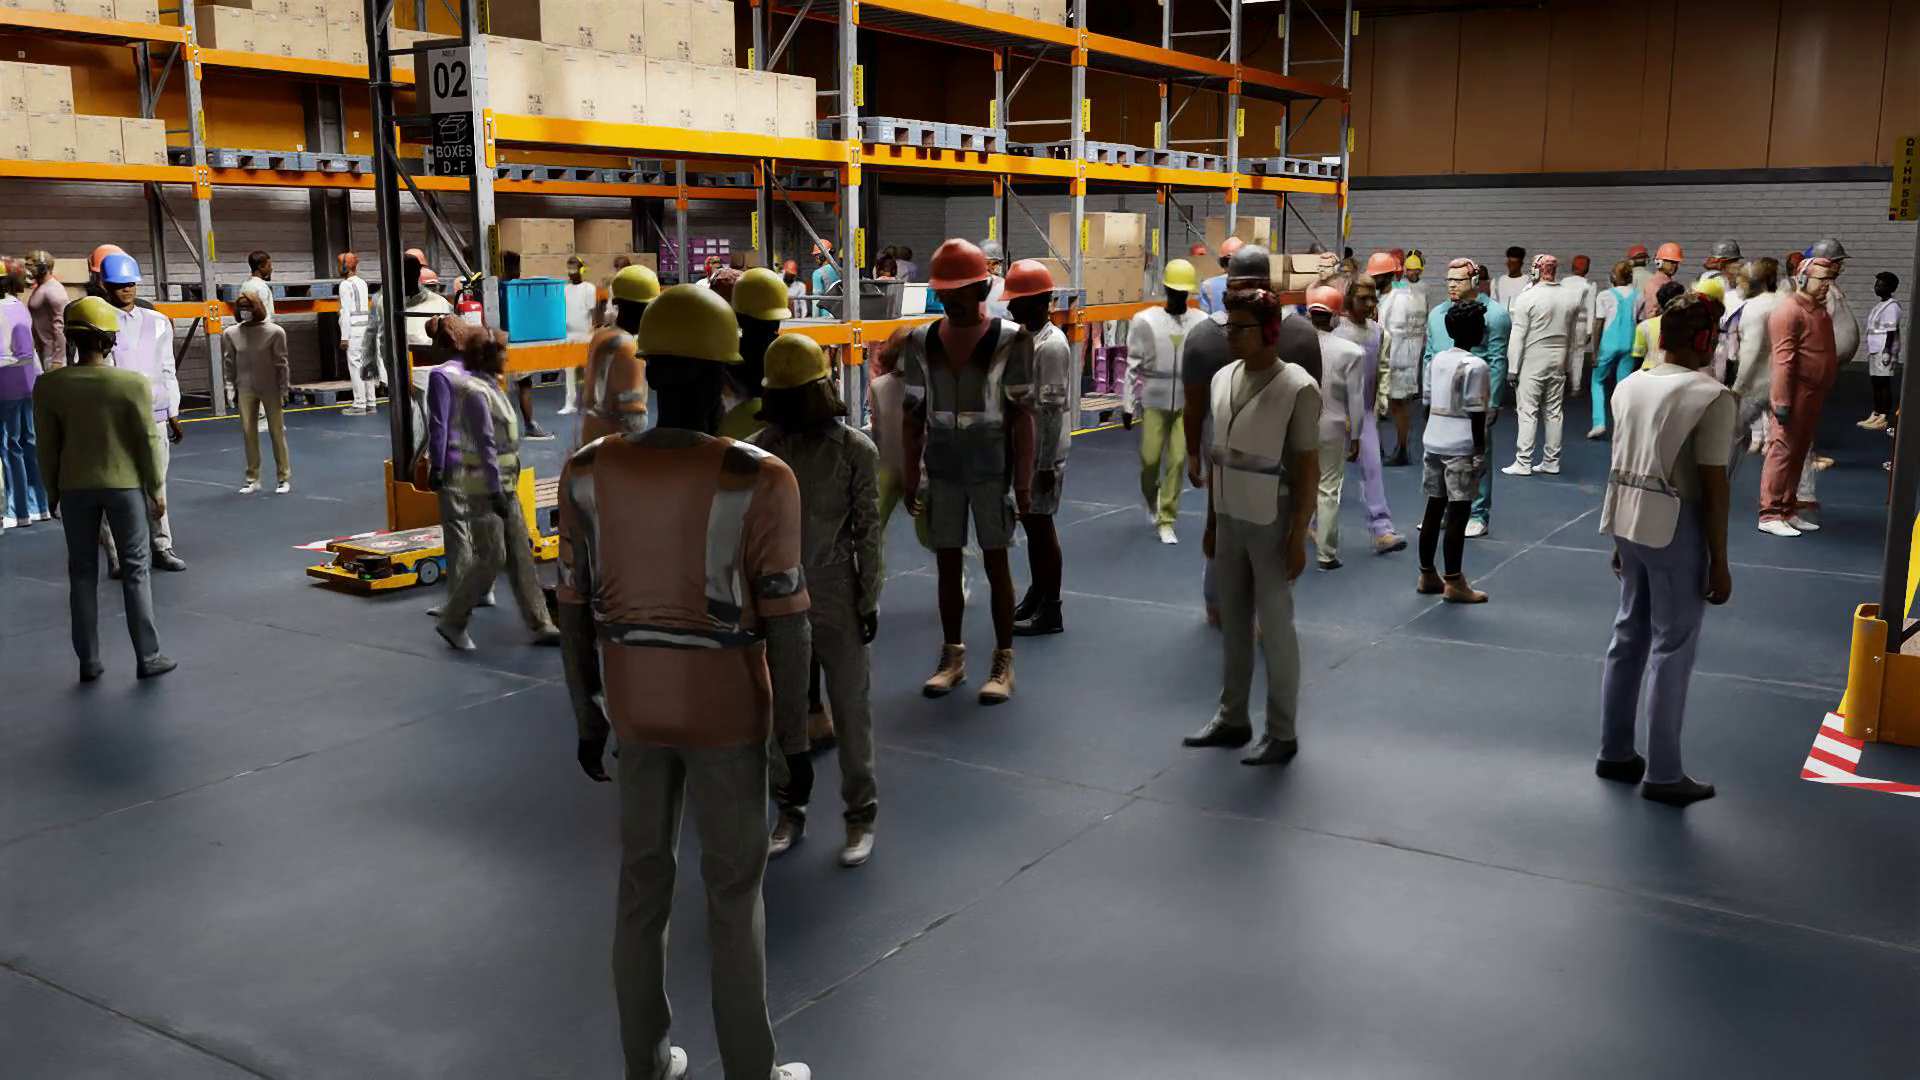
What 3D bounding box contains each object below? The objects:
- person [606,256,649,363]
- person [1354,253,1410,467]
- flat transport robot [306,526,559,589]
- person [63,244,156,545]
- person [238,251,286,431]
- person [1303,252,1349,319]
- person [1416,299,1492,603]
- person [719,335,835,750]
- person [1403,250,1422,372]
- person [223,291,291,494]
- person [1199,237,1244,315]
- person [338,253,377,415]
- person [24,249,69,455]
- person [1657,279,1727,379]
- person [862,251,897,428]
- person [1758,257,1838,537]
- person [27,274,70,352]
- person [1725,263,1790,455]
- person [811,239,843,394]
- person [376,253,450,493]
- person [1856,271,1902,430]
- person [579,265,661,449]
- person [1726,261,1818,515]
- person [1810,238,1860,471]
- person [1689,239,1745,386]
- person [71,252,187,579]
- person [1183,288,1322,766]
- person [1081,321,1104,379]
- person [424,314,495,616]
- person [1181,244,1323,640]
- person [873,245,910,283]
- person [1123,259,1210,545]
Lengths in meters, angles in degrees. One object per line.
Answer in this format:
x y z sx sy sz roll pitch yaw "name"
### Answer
-4.372 -2.896 22.332 0.825 1.814 0.536 -9 14 -42 "person"
3.781 -1.586 14.811 0.606 1.909 0.545 -4 11 -20 "person"
-3.173 0.064 10.178 0.652 0.197 1.431 8 13 36 "flat transport robot"
-5.648 -0.976 11.175 0.392 1.991 0.612 9 14 41 "person"
-7.460 -2.107 17.689 0.394 1.910 0.586 -8 13 -39 "person"
3.740 -1.979 17.010 0.397 1.901 0.643 -7 13 -36 "person"
2.789 -0.500 9.355 0.320 1.695 0.537 -3 11 -15 "person"
-0.755 0.014 6.597 0.590 1.656 0.565 7 12 33 "person"
6.954 -3.518 25.600 0.326 1.871 0.520 3 11 16 "person"
-5.609 -1.172 13.280 0.510 1.625 0.284 -1 10 -3 "person"
2.505 -1.763 15.380 0.614 2.047 0.361 4 11 21 "person"
-7.019 -2.382 19.302 0.351 1.878 0.568 0 10 2 "person"
-8.288 -1.672 15.178 0.371 1.940 0.627 -9 13 -39 "person"
5.408 -1.063 12.369 0.440 1.729 0.571 -2 10 -12 "person"
-0.784 -2.099 17.640 0.598 1.908 0.402 -9 13 -39 "person"
5.794 -0.981 11.446 0.652 1.904 0.403 -10 14 -43 "person"
-8.814 -1.757 16.194 0.568 1.742 0.367 1 10 6 "person"
7.574 -1.707 15.742 0.640 1.804 0.725 9 13 39 "person"
-1.747 -2.907 21.779 0.405 2.032 0.610 7 12 35 "person"
-4.379 -1.335 13.365 0.593 1.920 0.391 0 10 0 "person"
9.876 -2.021 17.809 0.320 1.693 0.536 2 10 12 "person"
-1.743 -0.456 8.534 0.586 1.893 0.602 -4 11 -20 "person"
5.942 -1.129 12.414 0.638 1.854 1.041 -9 13 -40 "person"
7.643 -1.639 14.712 0.539 2.000 0.688 8 13 37 "person"
7.445 -1.928 16.313 0.535 2.000 0.685 -1 10 -4 "person"
-5.007 -0.750 10.042 0.390 1.948 0.607 8 13 39 "person"
1.167 -0.054 6.481 0.373 1.840 0.570 -6 12 -30 "person"
1.975 -3.360 24.415 0.409 1.986 0.621 -8 13 -39 "person"
-2.715 -0.408 9.038 0.313 1.631 0.525 2 10 9 "person"
1.482 -0.514 8.477 0.694 2.000 0.786 2 10 12 "person"
-1.148 -3.950 27.799 0.630 1.940 0.372 -2 10 -12 "person"
1.406 -0.934 11.201 0.605 1.904 0.615 0 10 -1 "person"
